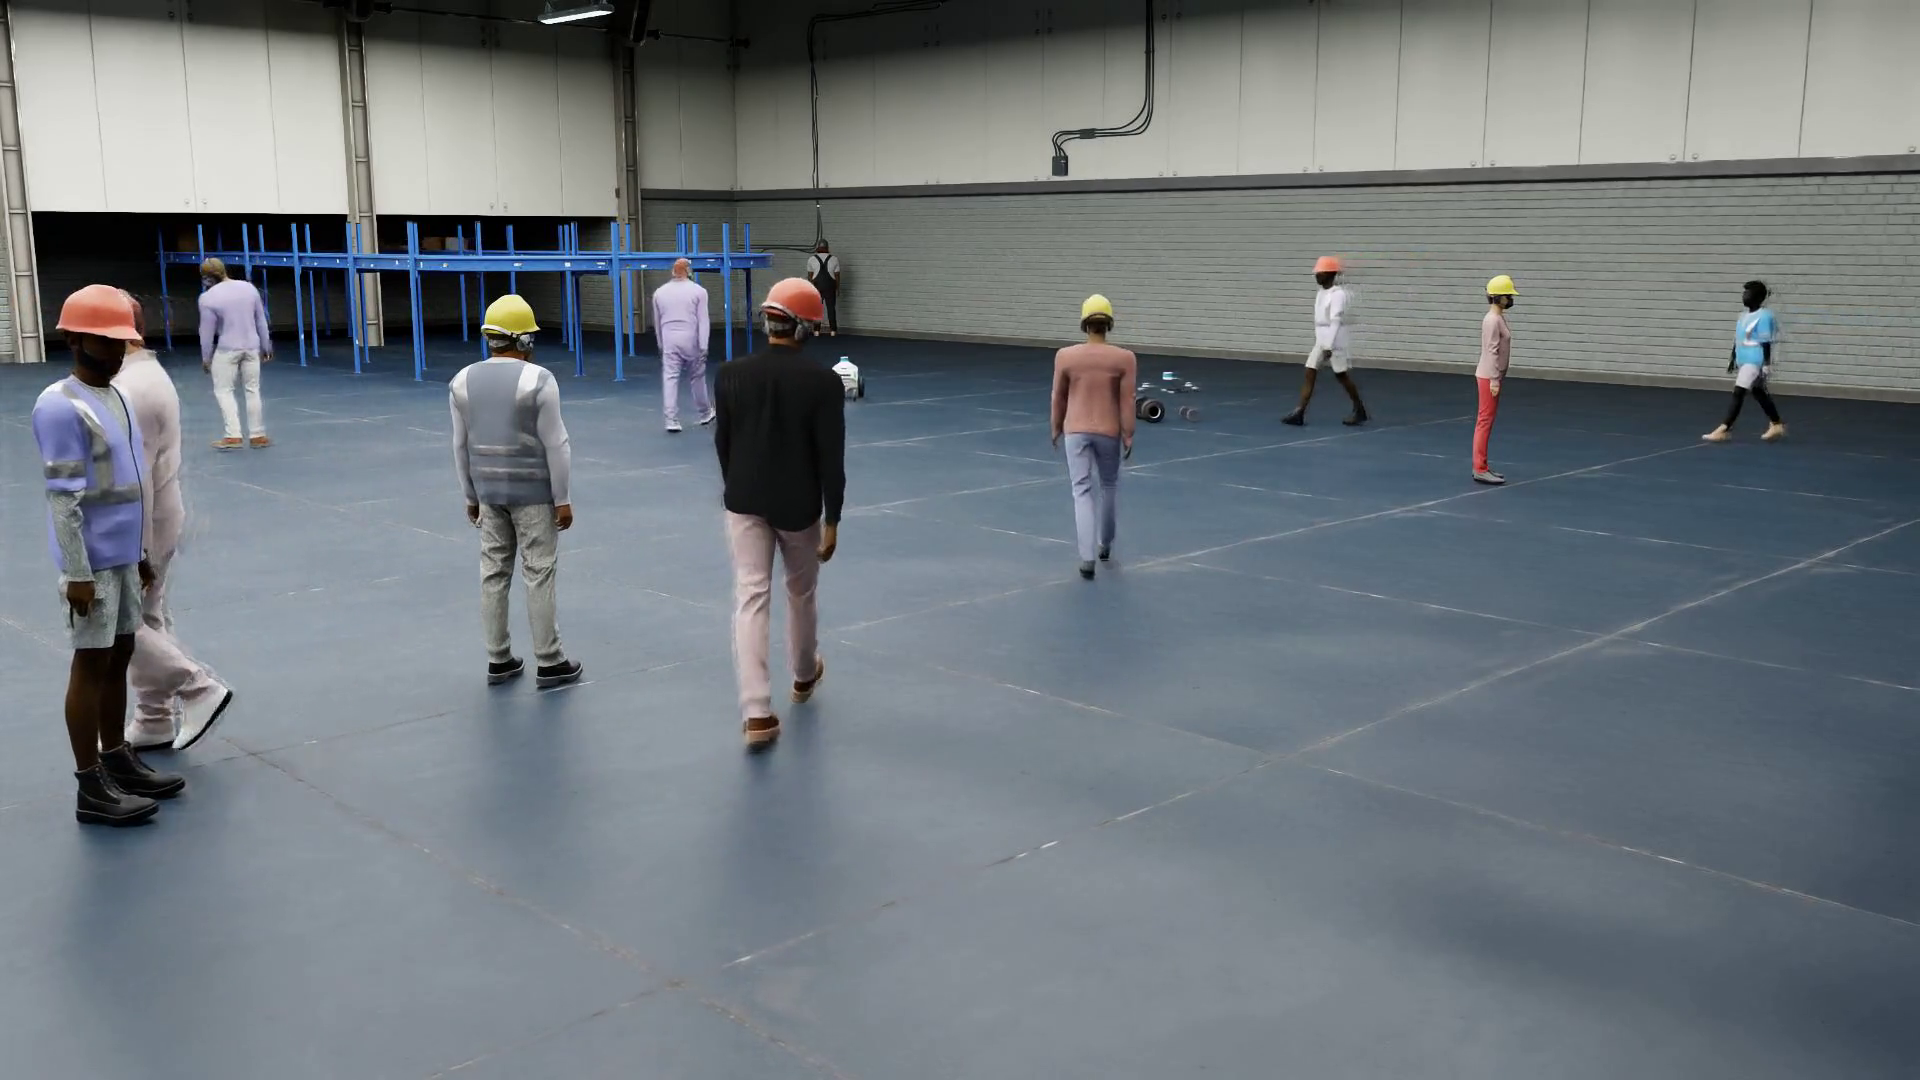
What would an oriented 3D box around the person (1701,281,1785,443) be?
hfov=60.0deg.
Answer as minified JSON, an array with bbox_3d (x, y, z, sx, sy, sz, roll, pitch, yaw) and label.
[{"bbox_3d":[8.147,-1.833,17.089,0.888,1.654,0.536,0,10,2],"label":"person"}]

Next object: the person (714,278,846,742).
[{"bbox_3d":[-0.771,-0.153,7.179,0.598,1.926,1.049,1,10,6],"label":"person"}]

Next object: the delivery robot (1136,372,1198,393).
[{"bbox_3d":[2.382,-1.812,19.113,0.698,0.223,0.335,-2,11,-11],"label":"delivery robot"}]

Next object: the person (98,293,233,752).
[{"bbox_3d":[-3.324,-0.050,6.709,0.453,1.890,0.661,-4,11,-22],"label":"person"}]

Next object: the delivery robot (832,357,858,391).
[{"bbox_3d":[-1.499,-2.141,21.620,0.477,0.478,0.707,0,10,-2],"label":"delivery robot"}]

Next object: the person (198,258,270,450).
[{"bbox_3d":[-7.187,-1.844,16.520,0.359,1.895,0.698,9,13,39],"label":"person"}]

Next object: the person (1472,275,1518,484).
[{"bbox_3d":[4.598,-1.382,14.312,0.314,1.769,0.524,3,11,17],"label":"person"}]

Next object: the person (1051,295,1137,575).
[{"bbox_3d":[0.842,-0.681,10.584,0.528,1.730,0.849,0,10,1],"label":"person"}]

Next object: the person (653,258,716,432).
[{"bbox_3d":[-2.980,-2.125,18.123,0.659,1.851,1.008,2,11,11],"label":"person"}]

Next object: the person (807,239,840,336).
[{"bbox_3d":[-2.876,-5.306,35.078,0.688,2.000,0.536,-1,10,-7],"label":"person"}]

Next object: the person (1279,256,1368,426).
[{"bbox_3d":[4.125,-2.215,18.553,1.027,1.887,0.558,-3,11,-15],"label":"person"}]

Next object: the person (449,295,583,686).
[{"bbox_3d":[-2.083,-0.231,7.849,0.589,1.834,0.403,3,11,18],"label":"person"}]

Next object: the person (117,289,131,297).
[{"bbox_3d":[-8.162,-1.652,16.260,0.521,1.586,0.877,5,12,28],"label":"person"}]

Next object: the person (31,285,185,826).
[{"bbox_3d":[-3.102,0.045,6.073,0.376,1.934,0.547,-1,10,-4],"label":"person"}]
